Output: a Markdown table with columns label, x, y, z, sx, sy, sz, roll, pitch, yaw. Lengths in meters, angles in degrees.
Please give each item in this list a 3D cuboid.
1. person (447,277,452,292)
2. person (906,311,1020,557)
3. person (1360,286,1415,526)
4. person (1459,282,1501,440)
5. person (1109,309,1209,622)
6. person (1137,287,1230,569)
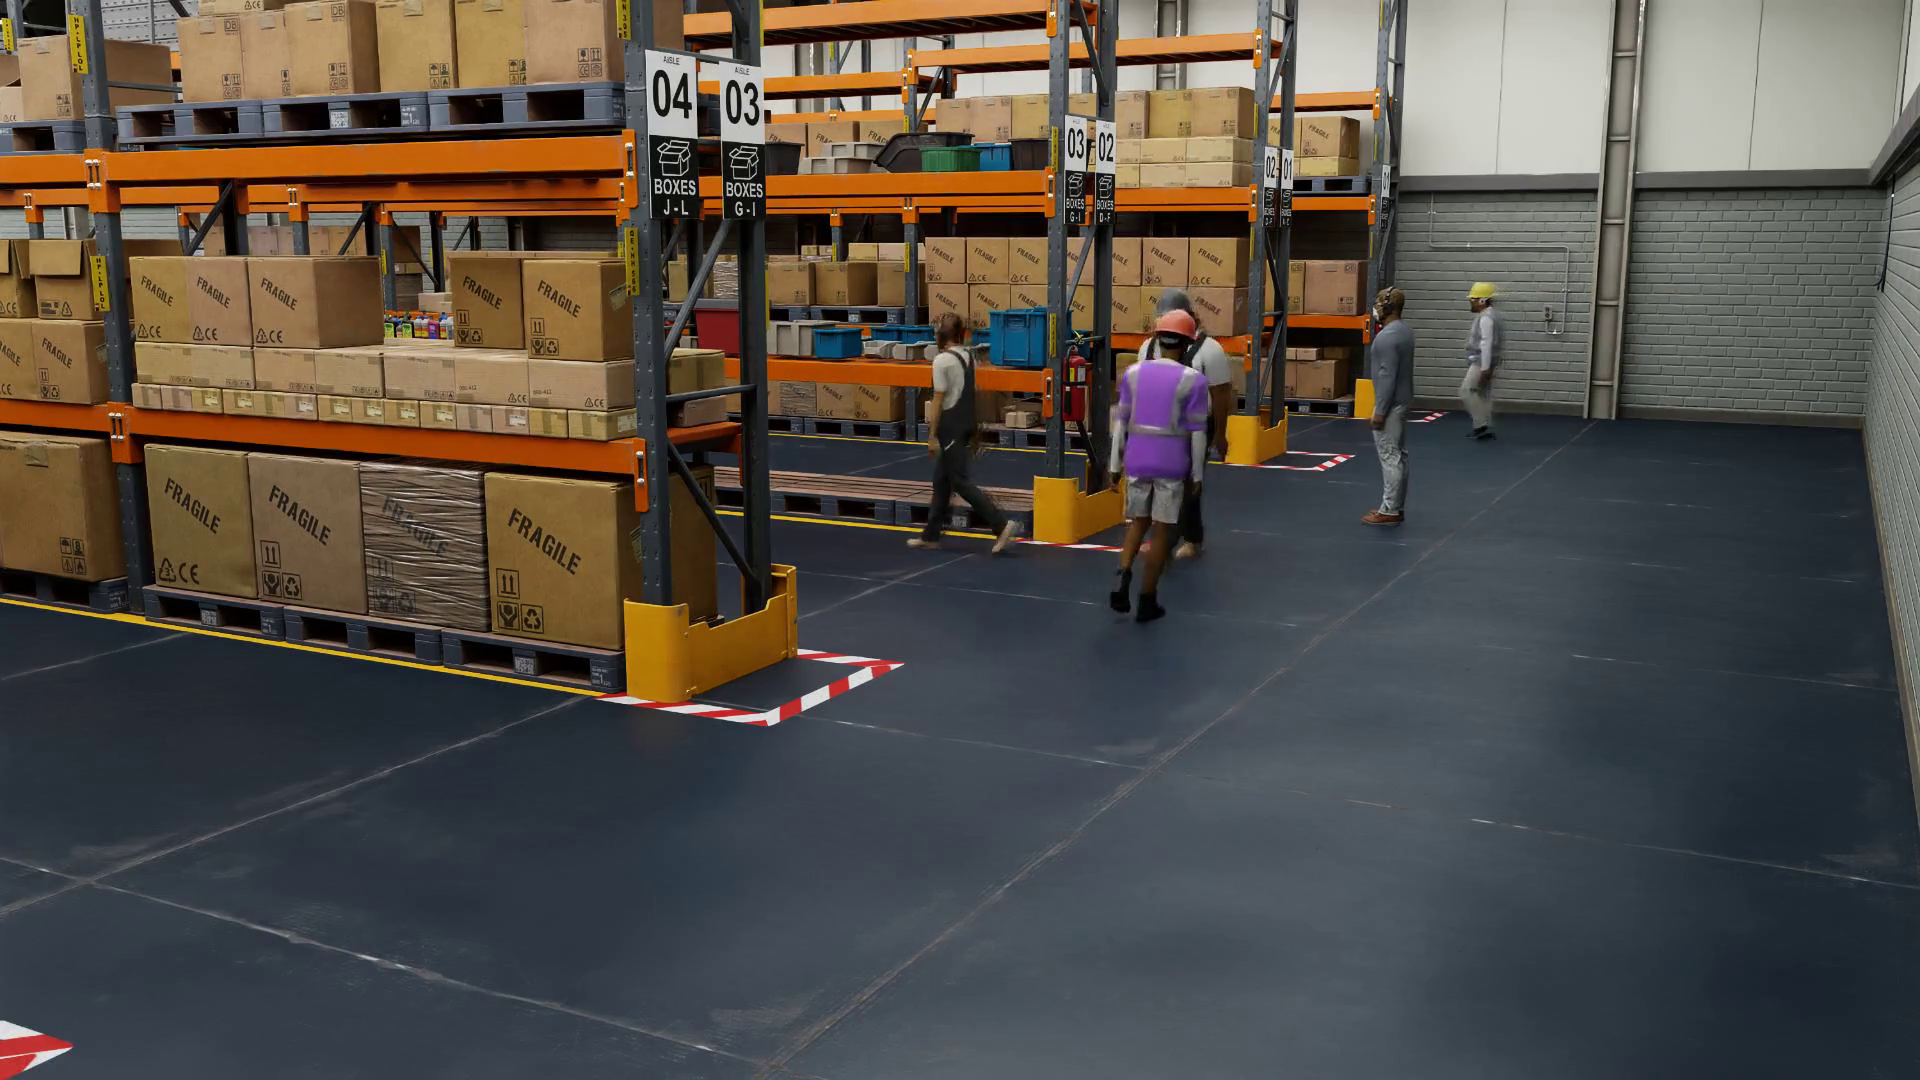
| label | x | y | z | sx | sy | sz | roll | pitch | yaw |
| --- | --- | --- | --- | --- | --- | --- | --- | --- | --- |
| person | -7.631 | -3.206 | 25.589 | 0.615 | 1.747 | 0.539 | 2 | 11 | 9 |
| person | 0.030 | -0.778 | 12.251 | 0.884 | 1.804 | 0.574 | 6 | 12 | 30 |
| person | 3.486 | -1.078 | 13.501 | 0.376 | 1.940 | 0.629 | 6 | 12 | 28 |
| person | 5.958 | -2.033 | 19.061 | 0.439 | 1.817 | 0.610 | 4 | 11 | 22 |
| person | 1.226 | -0.445 | 10.135 | 0.585 | 1.904 | 0.473 | 6 | 12 | 30 |
| person | 1.500 | -0.822 | 11.826 | 0.689 | 2.000 | 1.046 | 10 | 14 | 43 |
